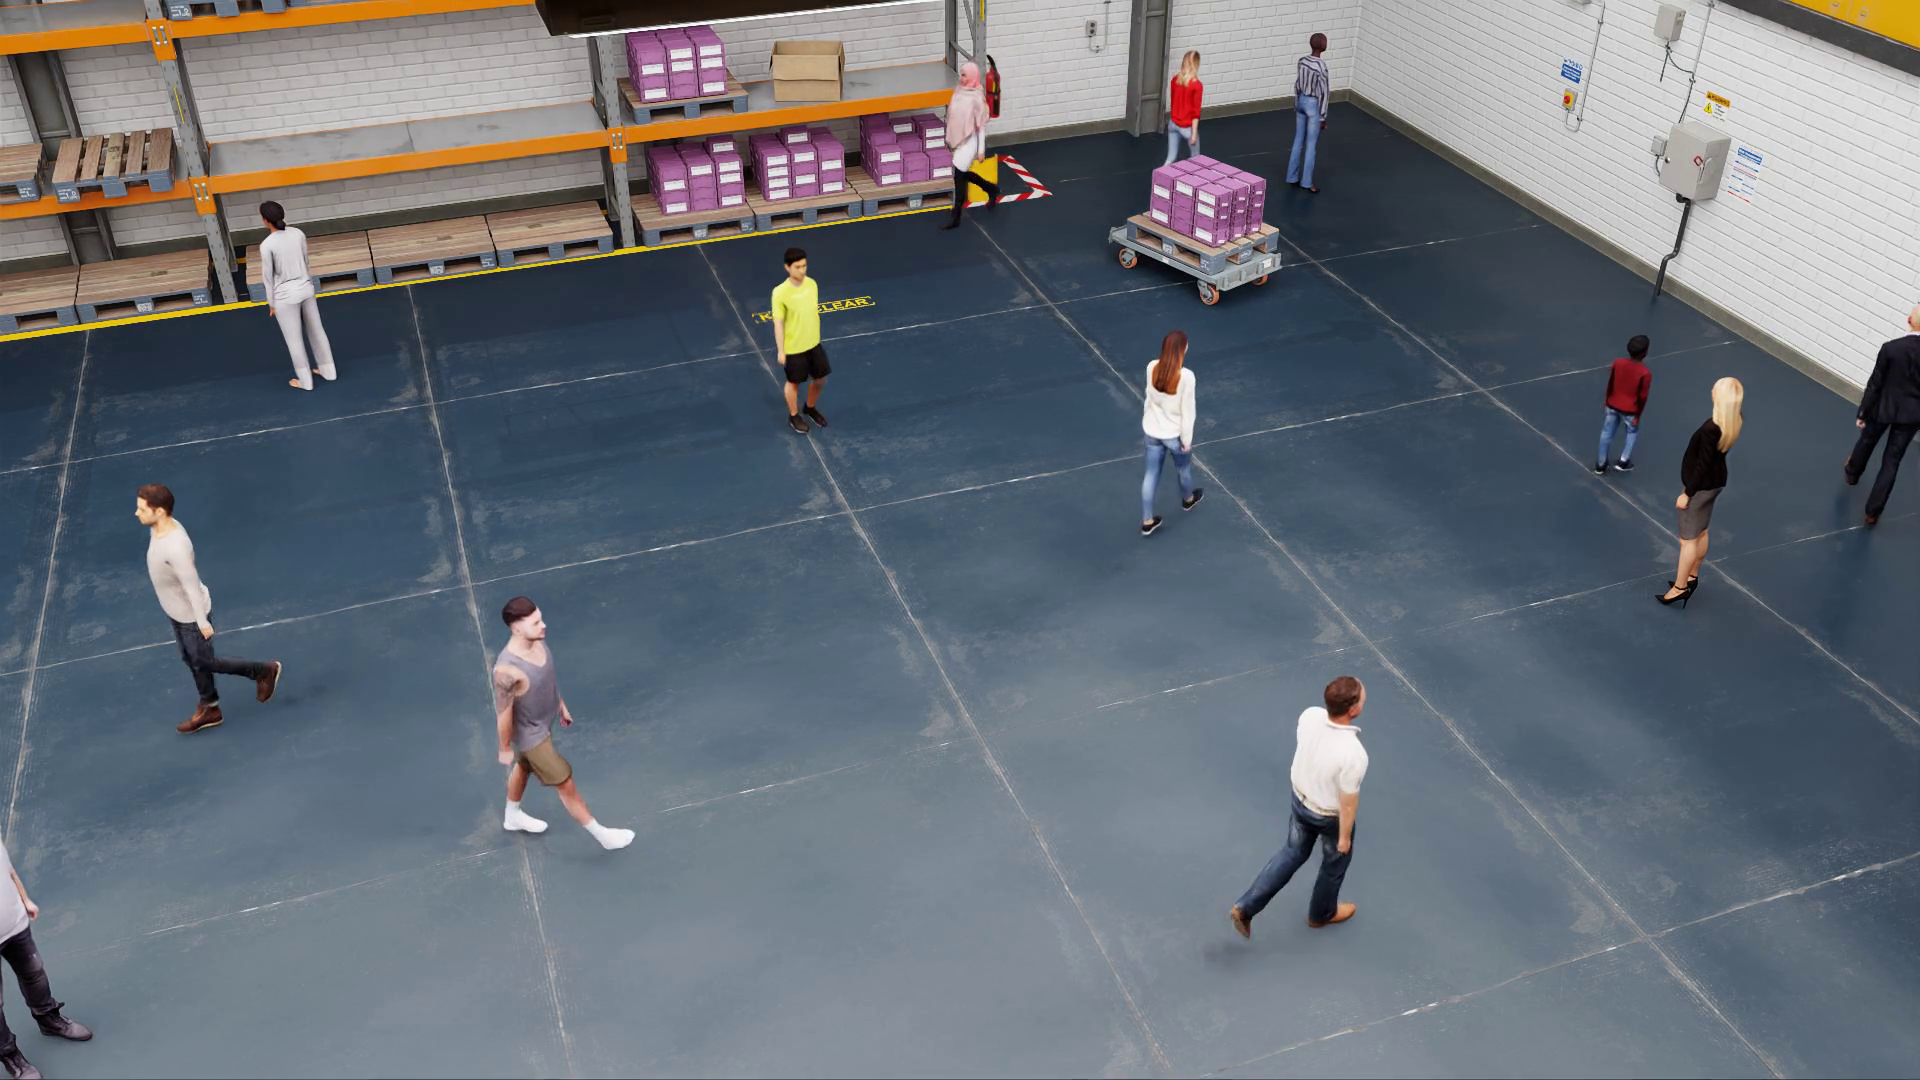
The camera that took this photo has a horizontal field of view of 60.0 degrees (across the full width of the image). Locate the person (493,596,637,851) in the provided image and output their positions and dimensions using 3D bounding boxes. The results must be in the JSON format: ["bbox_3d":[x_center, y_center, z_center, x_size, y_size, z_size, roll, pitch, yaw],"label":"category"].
[{"bbox_3d":[-2.597,1.095,9.827,1.249,1.797,1.011,6,34,8],"label":"person"}]

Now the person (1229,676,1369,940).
[{"bbox_3d":[1.899,1.508,9.138,1.104,1.831,0.753,-15,36,-21],"label":"person"}]

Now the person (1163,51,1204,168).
[{"bbox_3d":[2.405,-4.506,18.344,1.191,1.656,0.937,-28,43,-35],"label":"person"}]

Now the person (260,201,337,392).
[{"bbox_3d":[-5.913,-2.177,14.772,0.768,1.732,0.676,20,38,27],"label":"person"}]

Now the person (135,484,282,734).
[{"bbox_3d":[-4.904,0.425,10.749,1.041,1.853,0.830,-23,40,-30],"label":"person"}]

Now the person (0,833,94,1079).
[{"bbox_3d":[-4.931,1.976,8.434,0.800,1.832,0.752,12,36,18],"label":"person"}]

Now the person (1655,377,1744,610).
[{"bbox_3d":[5.308,-0.328,11.910,0.751,1.821,0.624,29,43,36],"label":"person"}]

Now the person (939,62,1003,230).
[{"bbox_3d":[0.131,-4.246,17.838,1.139,1.783,0.807,-22,39,-29],"label":"person"}]

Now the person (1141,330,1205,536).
[{"bbox_3d":[1.542,-0.781,12.732,0.935,1.664,1.069,23,40,31],"label":"person"}]

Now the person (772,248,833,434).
[{"bbox_3d":[-1.410,-1.708,14.101,0.704,1.695,0.811,-27,42,-34],"label":"person"}]

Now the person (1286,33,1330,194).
[{"bbox_3d":[3.918,-4.785,18.638,0.594,1.796,0.661,-19,38,-26],"label":"person"}]

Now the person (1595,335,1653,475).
[{"bbox_3d":[5.389,-1.078,13.559,0.604,1.246,0.649,25,41,33],"label":"person"}]

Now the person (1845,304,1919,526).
[{"bbox_3d":[7.269,-0.944,12.895,1.148,1.756,1.217,15,36,21],"label":"person"}]
